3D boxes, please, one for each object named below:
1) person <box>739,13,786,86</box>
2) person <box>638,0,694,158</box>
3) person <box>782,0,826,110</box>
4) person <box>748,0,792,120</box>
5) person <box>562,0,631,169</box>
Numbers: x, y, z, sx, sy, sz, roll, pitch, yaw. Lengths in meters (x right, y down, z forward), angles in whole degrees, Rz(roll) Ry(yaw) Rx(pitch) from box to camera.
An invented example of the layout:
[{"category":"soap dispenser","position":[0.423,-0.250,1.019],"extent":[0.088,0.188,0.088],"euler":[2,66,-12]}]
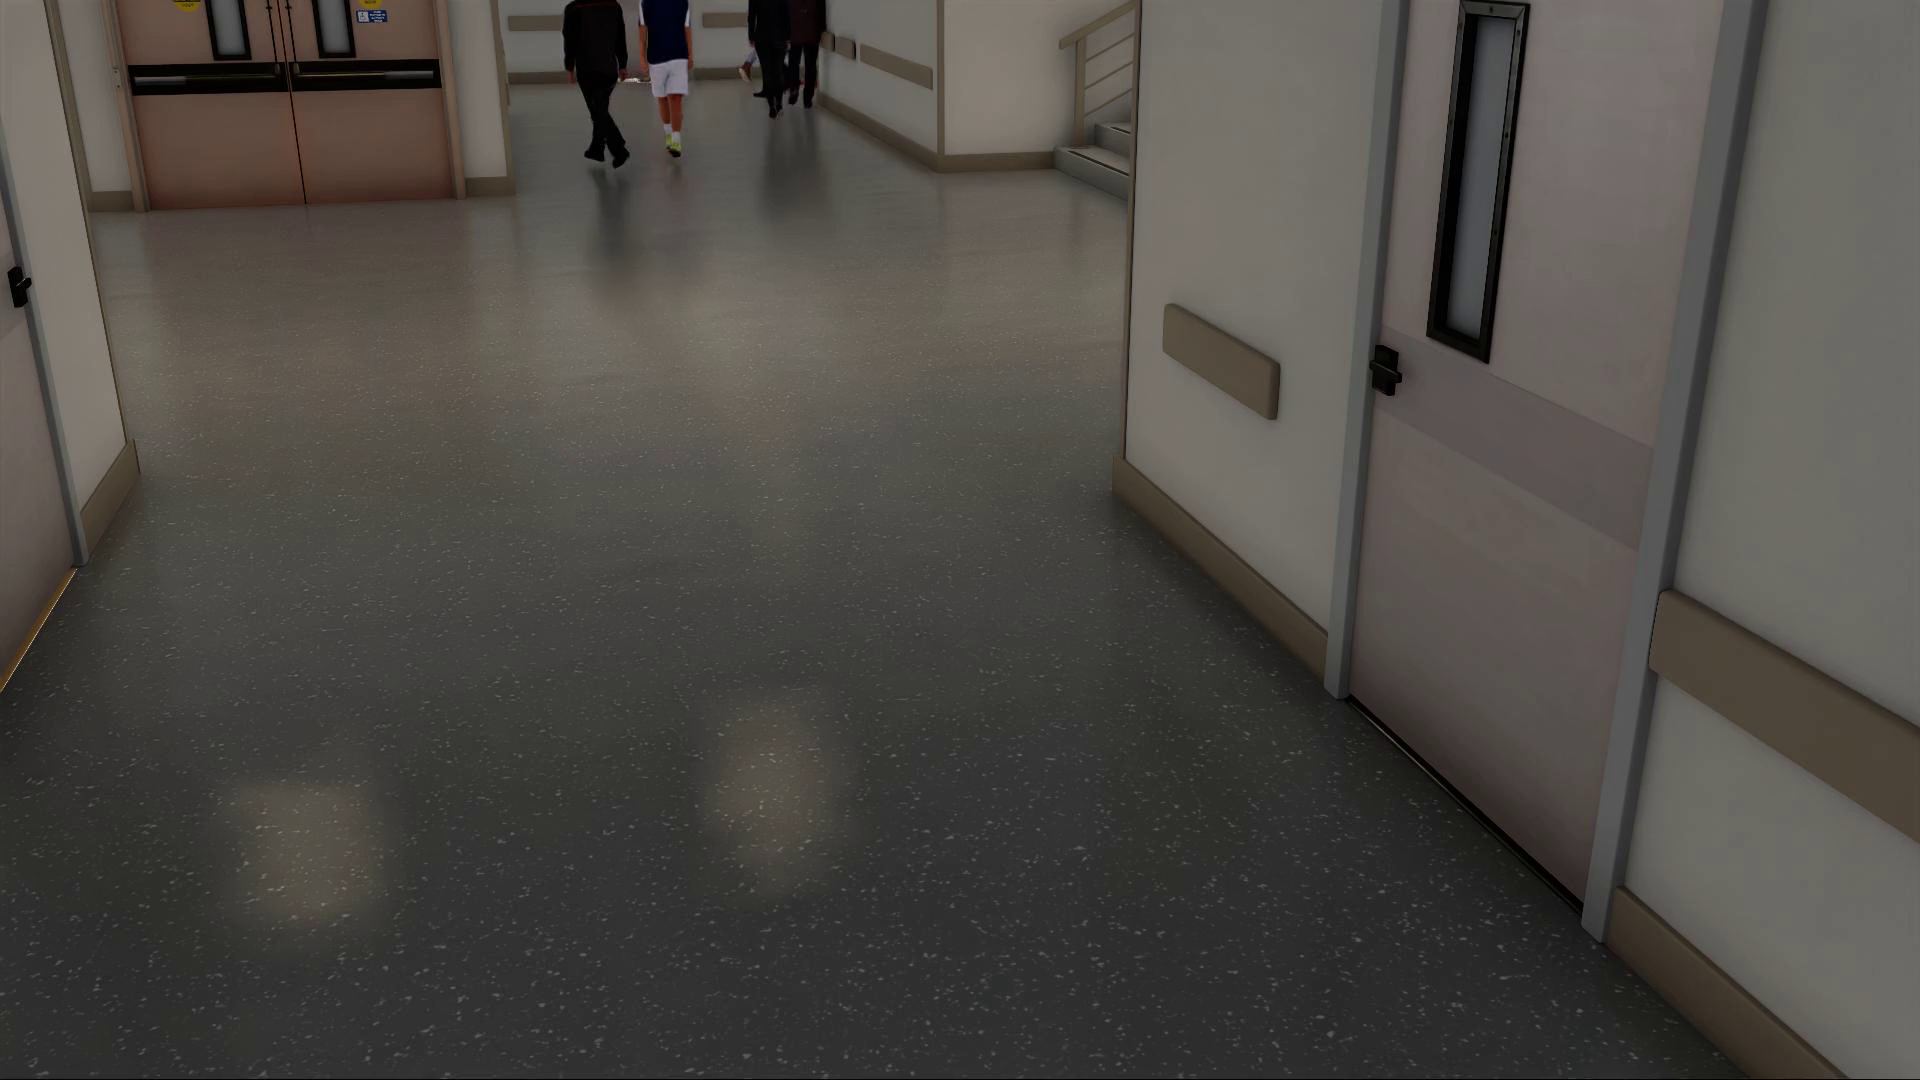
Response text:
[{"category":"person","position":[-2.648,-7.055,22.444],"extent":[1.190,1.813,0.959],"euler":[-16,26,-35]},{"category":"person","position":[-2.820,-4.608,16.014],"extent":[1.183,1.792,0.840],"euler":[-2,21,-6]},{"category":"person","position":[-1.877,-6.110,19.931],"extent":[0.802,1.826,0.915],"euler":[-2,21,-4]},{"category":"person","position":[-2.149,-5.617,18.859],"extent":[0.861,1.664,0.759],"euler":[-3,21,-8]},{"category":"person","position":[-3.271,-4.307,15.166],"extent":[1.247,1.830,1.170],"euler":[-18,27,-39]}]
